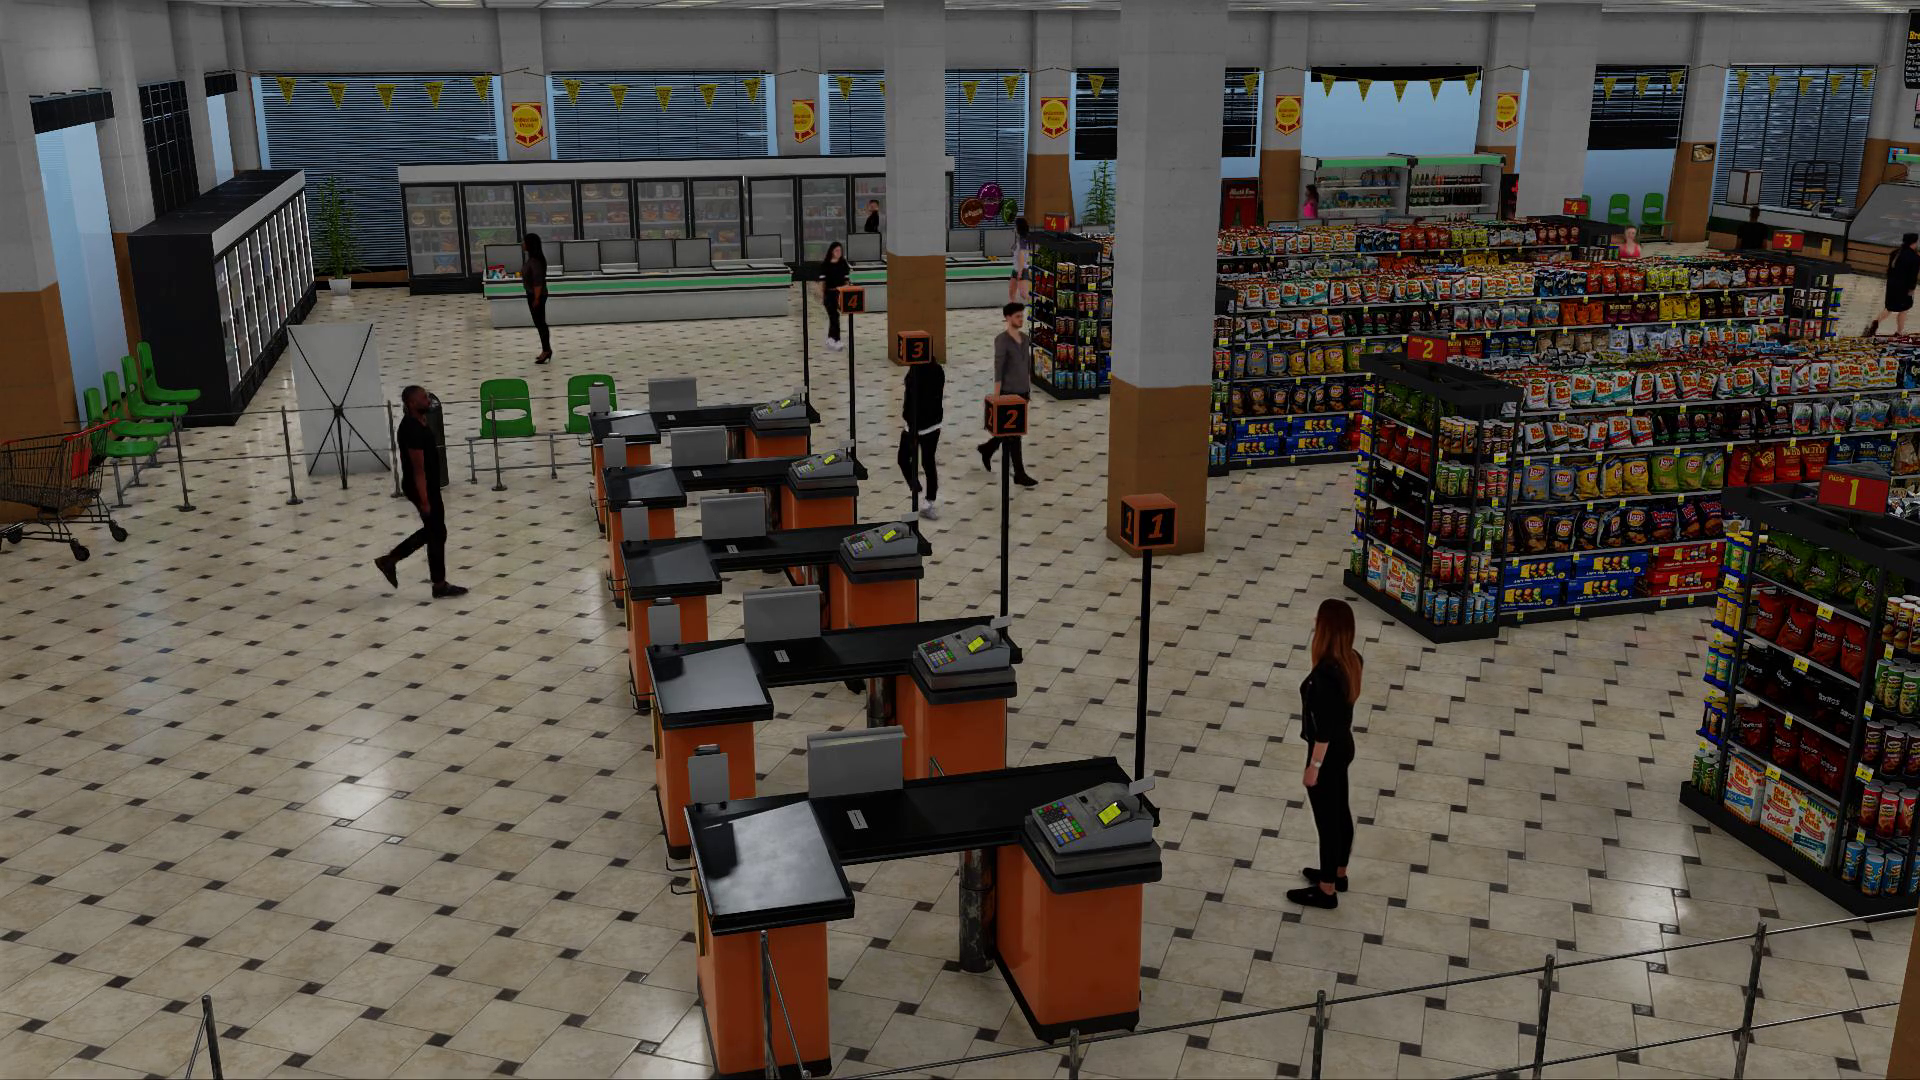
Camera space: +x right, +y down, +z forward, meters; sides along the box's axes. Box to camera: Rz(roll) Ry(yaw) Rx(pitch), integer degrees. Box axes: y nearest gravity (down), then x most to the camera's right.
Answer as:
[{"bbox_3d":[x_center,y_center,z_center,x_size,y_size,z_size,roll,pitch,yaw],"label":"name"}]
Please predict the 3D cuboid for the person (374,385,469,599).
[{"bbox_3d":[-4.495,-0.372,13.681,0.954,1.803,0.684,-4,17,-12],"label":"person"}]

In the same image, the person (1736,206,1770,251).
[{"bbox_3d":[13.247,-4.688,27.926,0.664,1.784,0.776,5,18,17],"label":"person"}]

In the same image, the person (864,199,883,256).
[{"bbox_3d":[-1.480,-5.363,30.409,1.057,1.634,0.642,-3,17,-11],"label":"person"}]

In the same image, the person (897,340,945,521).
[{"bbox_3d":[-0.295,-1.065,15.960,0.741,1.805,0.843,-14,22,-39],"label":"person"}]

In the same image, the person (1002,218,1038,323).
[{"bbox_3d":[1.067,-4.357,27.002,0.992,1.687,0.645,-3,17,-8],"label":"person"}]

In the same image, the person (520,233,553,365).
[{"bbox_3d":[-6.031,-3.460,23.787,0.620,1.841,0.668,-3,17,-9],"label":"person"}]

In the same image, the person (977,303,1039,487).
[{"bbox_3d":[0.489,-1.527,17.355,1.141,1.879,1.173,14,22,38],"label":"person"}]

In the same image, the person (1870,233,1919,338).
[{"bbox_3d":[14.247,-3.831,25.329,1.000,1.653,0.786,-7,18,-22],"label":"person"}]

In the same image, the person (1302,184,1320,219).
[{"bbox_3d":[7.029,-6.158,32.933,0.967,1.689,0.568,-5,17,-15],"label":"person"}]

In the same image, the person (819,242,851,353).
[{"bbox_3d":[-1.873,-3.582,24.619,1.070,1.589,0.754,-6,18,-20],"label":"person"}]

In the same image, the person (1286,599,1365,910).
[{"bbox_3d":[1.988,1.134,8.876,0.730,1.712,0.662,11,20,31],"label":"person"}]

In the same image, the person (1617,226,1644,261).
[{"bbox_3d":[10.283,-3.961,25.655,1.106,1.712,0.943,3,17,11],"label":"person"}]
